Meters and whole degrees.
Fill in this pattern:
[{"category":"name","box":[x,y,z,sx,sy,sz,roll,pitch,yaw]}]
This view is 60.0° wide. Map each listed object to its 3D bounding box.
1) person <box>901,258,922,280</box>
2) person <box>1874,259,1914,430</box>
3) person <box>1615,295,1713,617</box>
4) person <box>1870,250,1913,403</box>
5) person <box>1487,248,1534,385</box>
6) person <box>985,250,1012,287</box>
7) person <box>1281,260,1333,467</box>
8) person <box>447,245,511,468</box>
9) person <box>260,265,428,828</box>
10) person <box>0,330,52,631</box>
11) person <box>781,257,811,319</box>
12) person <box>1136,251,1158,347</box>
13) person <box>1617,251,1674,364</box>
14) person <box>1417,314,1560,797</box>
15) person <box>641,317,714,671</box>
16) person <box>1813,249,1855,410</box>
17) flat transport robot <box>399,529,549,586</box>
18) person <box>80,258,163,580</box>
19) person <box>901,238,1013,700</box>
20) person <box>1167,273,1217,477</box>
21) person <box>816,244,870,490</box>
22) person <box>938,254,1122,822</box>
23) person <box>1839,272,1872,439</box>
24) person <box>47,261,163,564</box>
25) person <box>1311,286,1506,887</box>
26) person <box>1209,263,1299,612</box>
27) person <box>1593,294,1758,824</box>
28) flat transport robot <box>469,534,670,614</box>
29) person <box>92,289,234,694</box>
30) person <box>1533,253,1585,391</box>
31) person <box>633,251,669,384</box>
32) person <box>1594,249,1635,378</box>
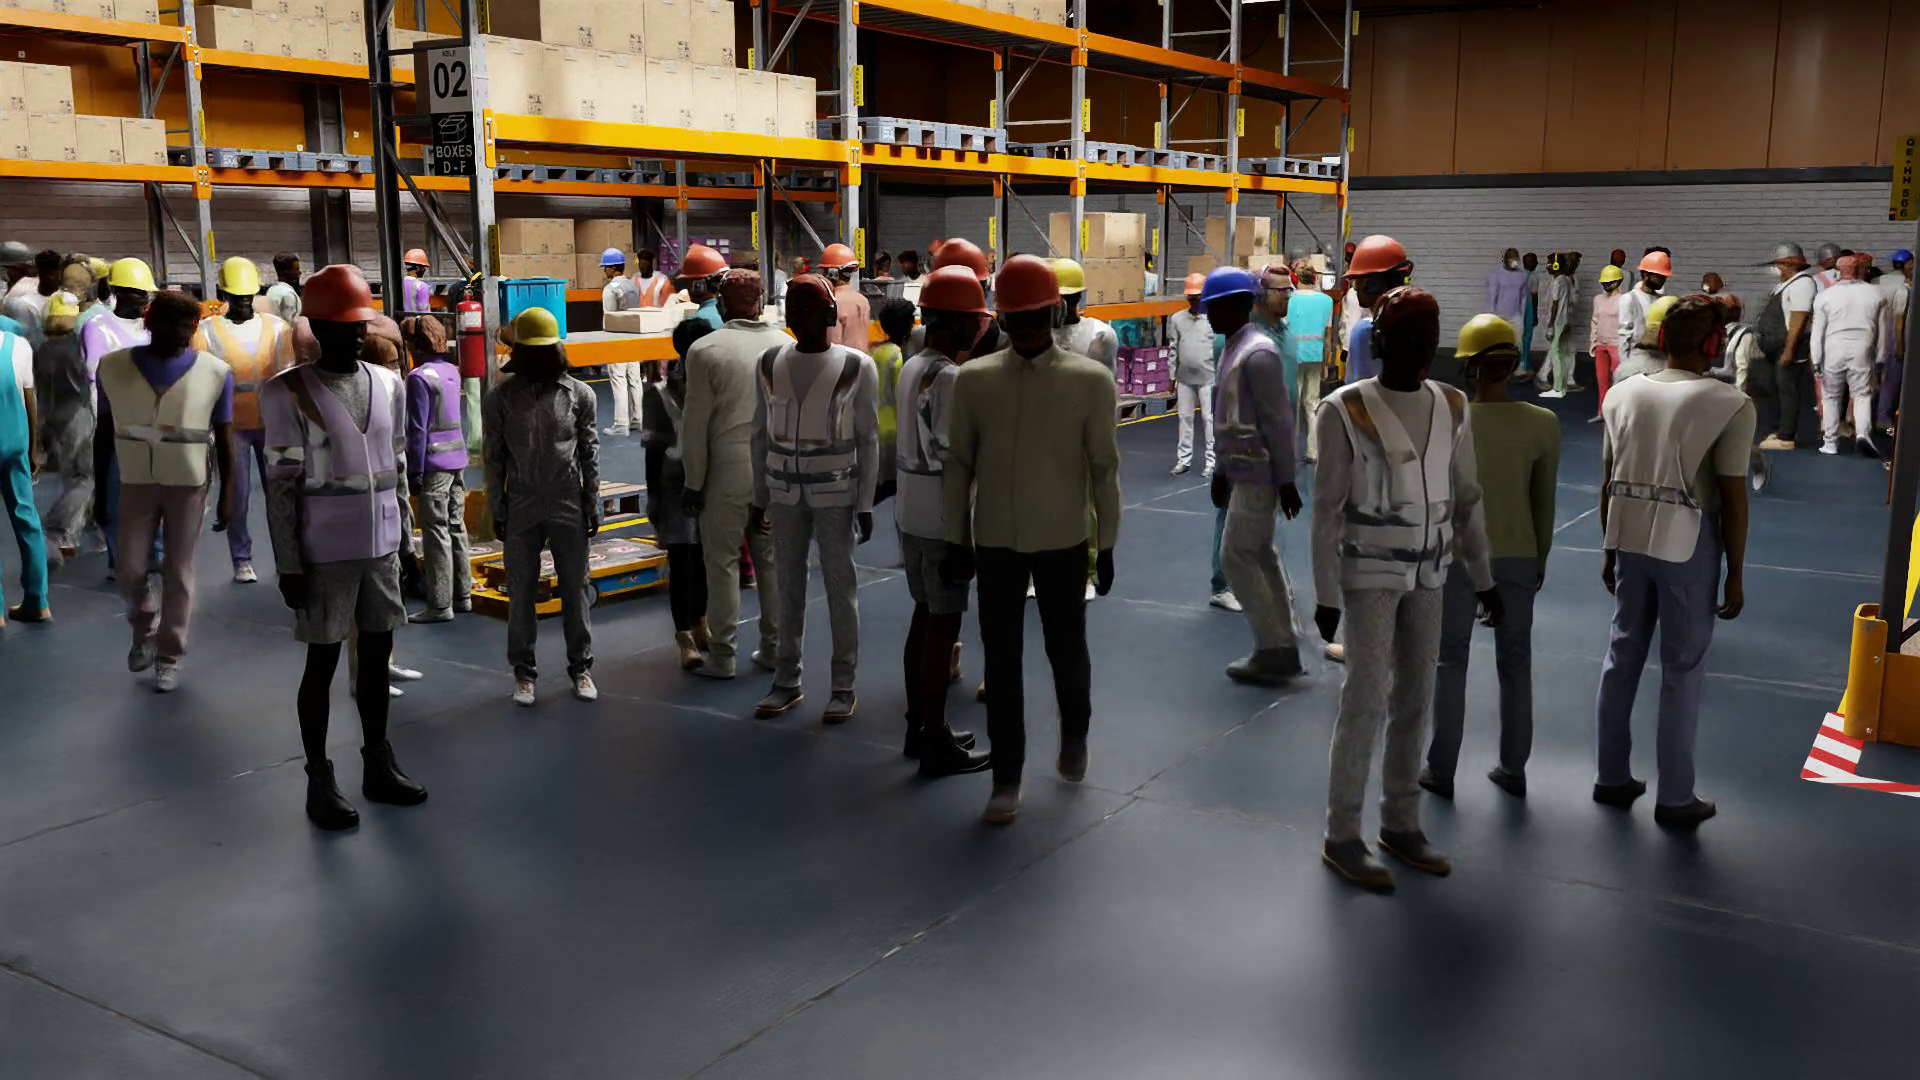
[{"category":"person","box":[-0.788,-4.079,29.117,0.573,1.724,0.772,7,12,33]},{"category":"person","box":[10.055,-2.077,17.728,0.342,1.837,0.511,9,13,40]},{"category":"person","box":[3.686,-0.418,8.779,0.503,1.731,0.379,7,13,35]},{"category":"person","box":[11.654,-2.661,20.789,0.607,1.888,0.979,10,14,43]},{"category":"person","box":[7.695,-3.103,23.210,0.660,1.897,0.955,-2,10,-12]},{"category":"person","box":[0.505,-2.755,21.264,0.591,1.911,0.398,6,12,31]},{"category":"person","box":[3.061,-1.567,14.859,0.569,1.841,0.374,-4,11,-19]},{"category":"person","box":[-4.236,-1.671,14.890,0.675,2.000,0.536,-5,11,-24]},{"category":"person","box":[-2.120,0.020,5.809,0.370,1.935,0.552,7,12,34]},{"category":"person","box":[-5.037,-0.441,8.647,0.348,1.839,0.504,5,12,28]},{"category":"person","box":[-1.847,-2.404,19.537,0.532,1.822,0.581,-9,14,-42]},{"category":"person","box":[2.575,-3.124,23.418,0.513,1.871,0.329,5,11,25]},{"category":"person","box":[5.885,-1.501,14.283,0.544,1.926,0.378,-5,11,-25]},{"category":"person","box":[1.895,0.064,6.059,0.526,1.761,0.340,-1,10,-3]},{"category":"person","box":[-1.249,-0.222,7.915,0.535,1.660,0.594,-8,13,-38]},{"category":"person","box":[10.383,-2.439,19.502,0.399,1.913,0.590,1,10,6]},{"category":"flat transport robot","box":[-3.118,0.115,9.898,1.431,0.197,0.652,8,13,37]},{"category":"person","box":[-4.927,-0.716,9.944,0.398,1.918,0.590,4,11,19]},{"category":"person","box":[0.014,-0.301,7.347,0.611,2.030,0.410,3,11,18]},{"category":"person","box":[2.030,-1.409,14.269,0.580,1.743,0.354,7,12,34]},{"category":"person","box":[-0.857,-1.130,12.019,0.380,1.994,0.618,4,11,21]},{"category":"person","box":[0.252,-0.015,5.892,0.628,1.974,0.600,3,11,17]},{"category":"person","box":[9.154,-1.886,17.035,0.318,1.697,0.535,6,12,31]},{"category":"person","box":[-5.545,-0.827,10.647,0.635,1.895,0.976,10,14,43]},{"category":"person","box":[1.398,0.141,5.305,0.595,1.877,0.404,-5,11,-25]},{"category":"person","box":[1.650,-0.555,9.113,0.643,1.901,0.396,-10,14,-44]},{"category":"person","box":[2.460,0.071,5.805,0.388,1.838,0.563,-6,12,-32]},{"category":"flat transport robot","box":[-2.092,0.179,9.541,0.652,0.197,1.431,8,13,37]},{"category":"person","box":[-3.581,-0.222,7.519,0.624,1.803,0.438,-3,11,-15]},{"category":"person","box":[8.081,-2.919,22.348,0.670,1.846,0.653,6,12,31]},{"category":"person","box":[-4.359,-3.141,23.450,0.725,1.886,0.665,4,11,23]},{"category":"person","box":[9.641,-3.327,24.501,0.583,1.882,0.350,-4,11,-23]}]
